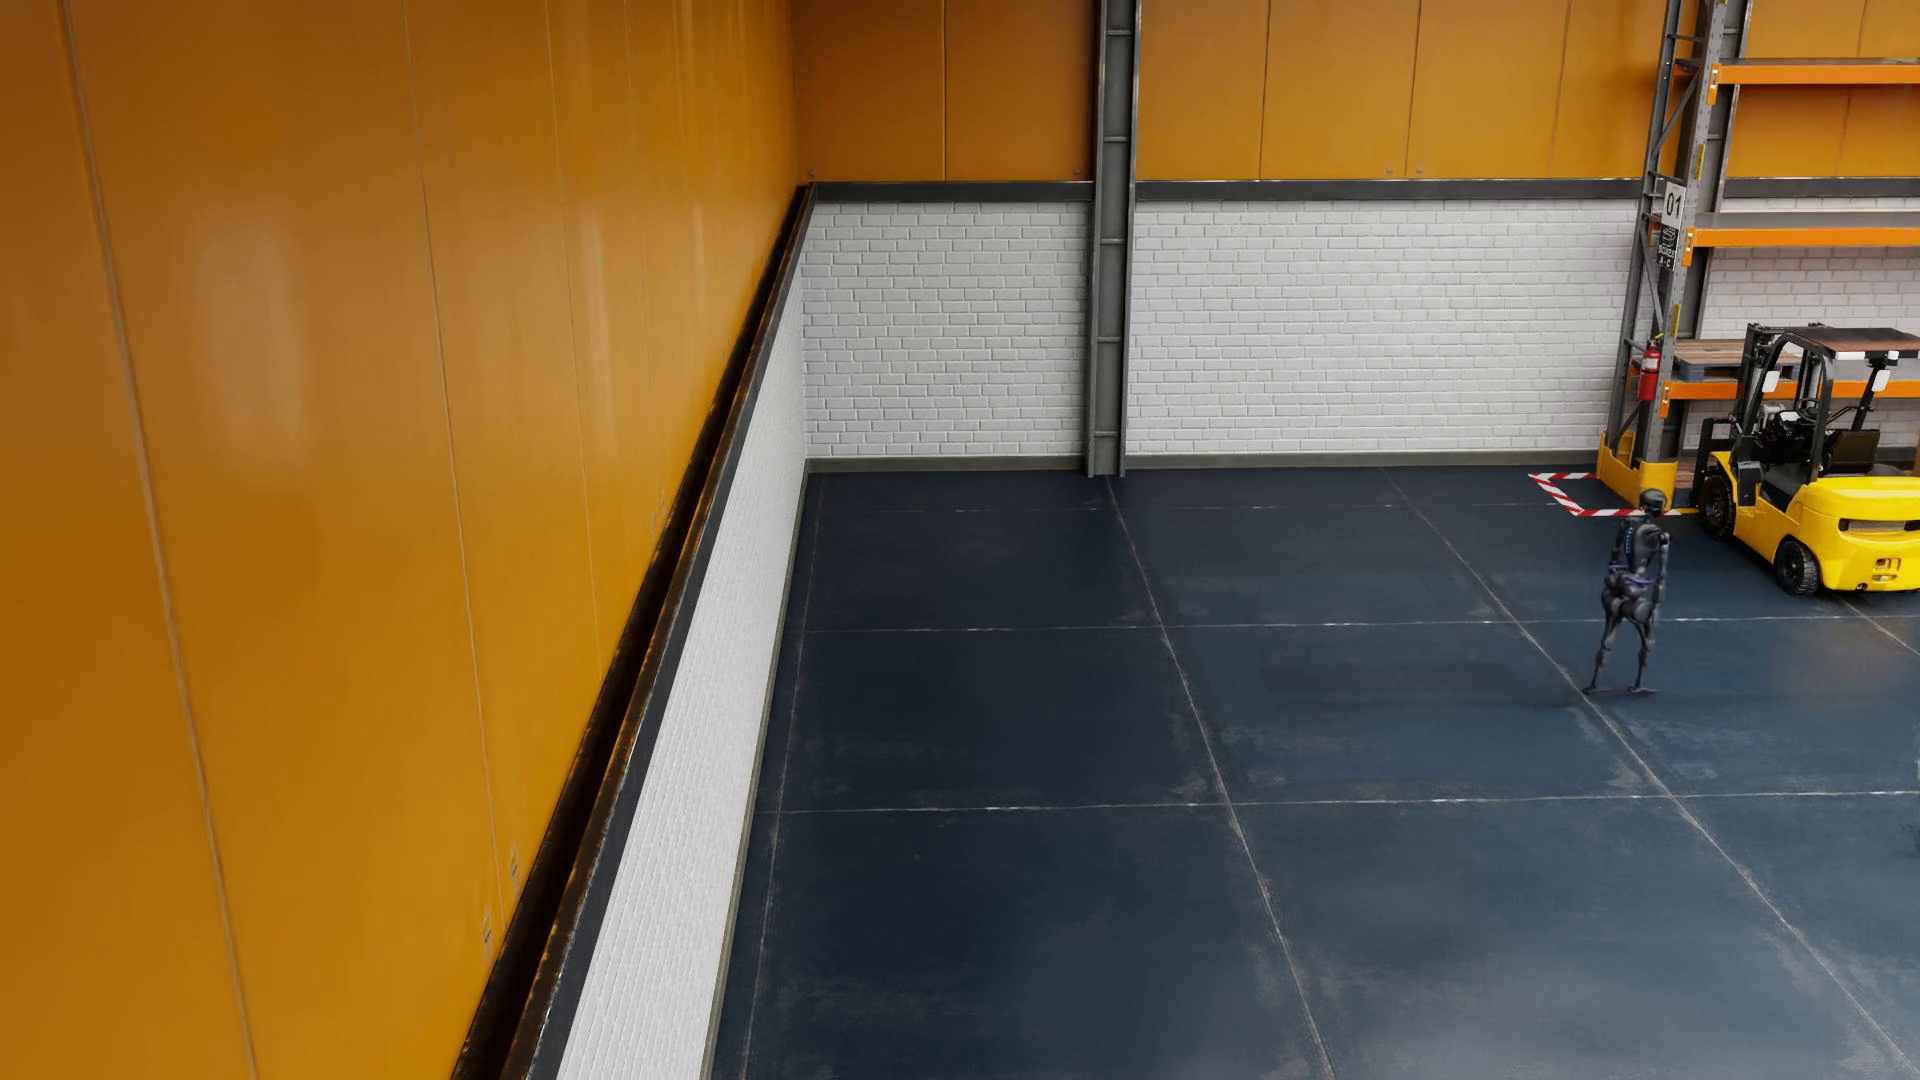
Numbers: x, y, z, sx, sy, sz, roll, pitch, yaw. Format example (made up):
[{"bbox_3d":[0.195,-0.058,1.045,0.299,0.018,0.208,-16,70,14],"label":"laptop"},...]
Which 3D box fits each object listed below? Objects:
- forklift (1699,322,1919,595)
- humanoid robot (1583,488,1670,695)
[{"bbox_3d":[7.809,-0.792,14.926,1.214,2.155,2.313,-1,20,-2],"label":"forklift"},{"bbox_3d":[5.046,0.393,12.472,0.559,1.639,0.589,-7,22,-19],"label":"humanoid robot"}]
